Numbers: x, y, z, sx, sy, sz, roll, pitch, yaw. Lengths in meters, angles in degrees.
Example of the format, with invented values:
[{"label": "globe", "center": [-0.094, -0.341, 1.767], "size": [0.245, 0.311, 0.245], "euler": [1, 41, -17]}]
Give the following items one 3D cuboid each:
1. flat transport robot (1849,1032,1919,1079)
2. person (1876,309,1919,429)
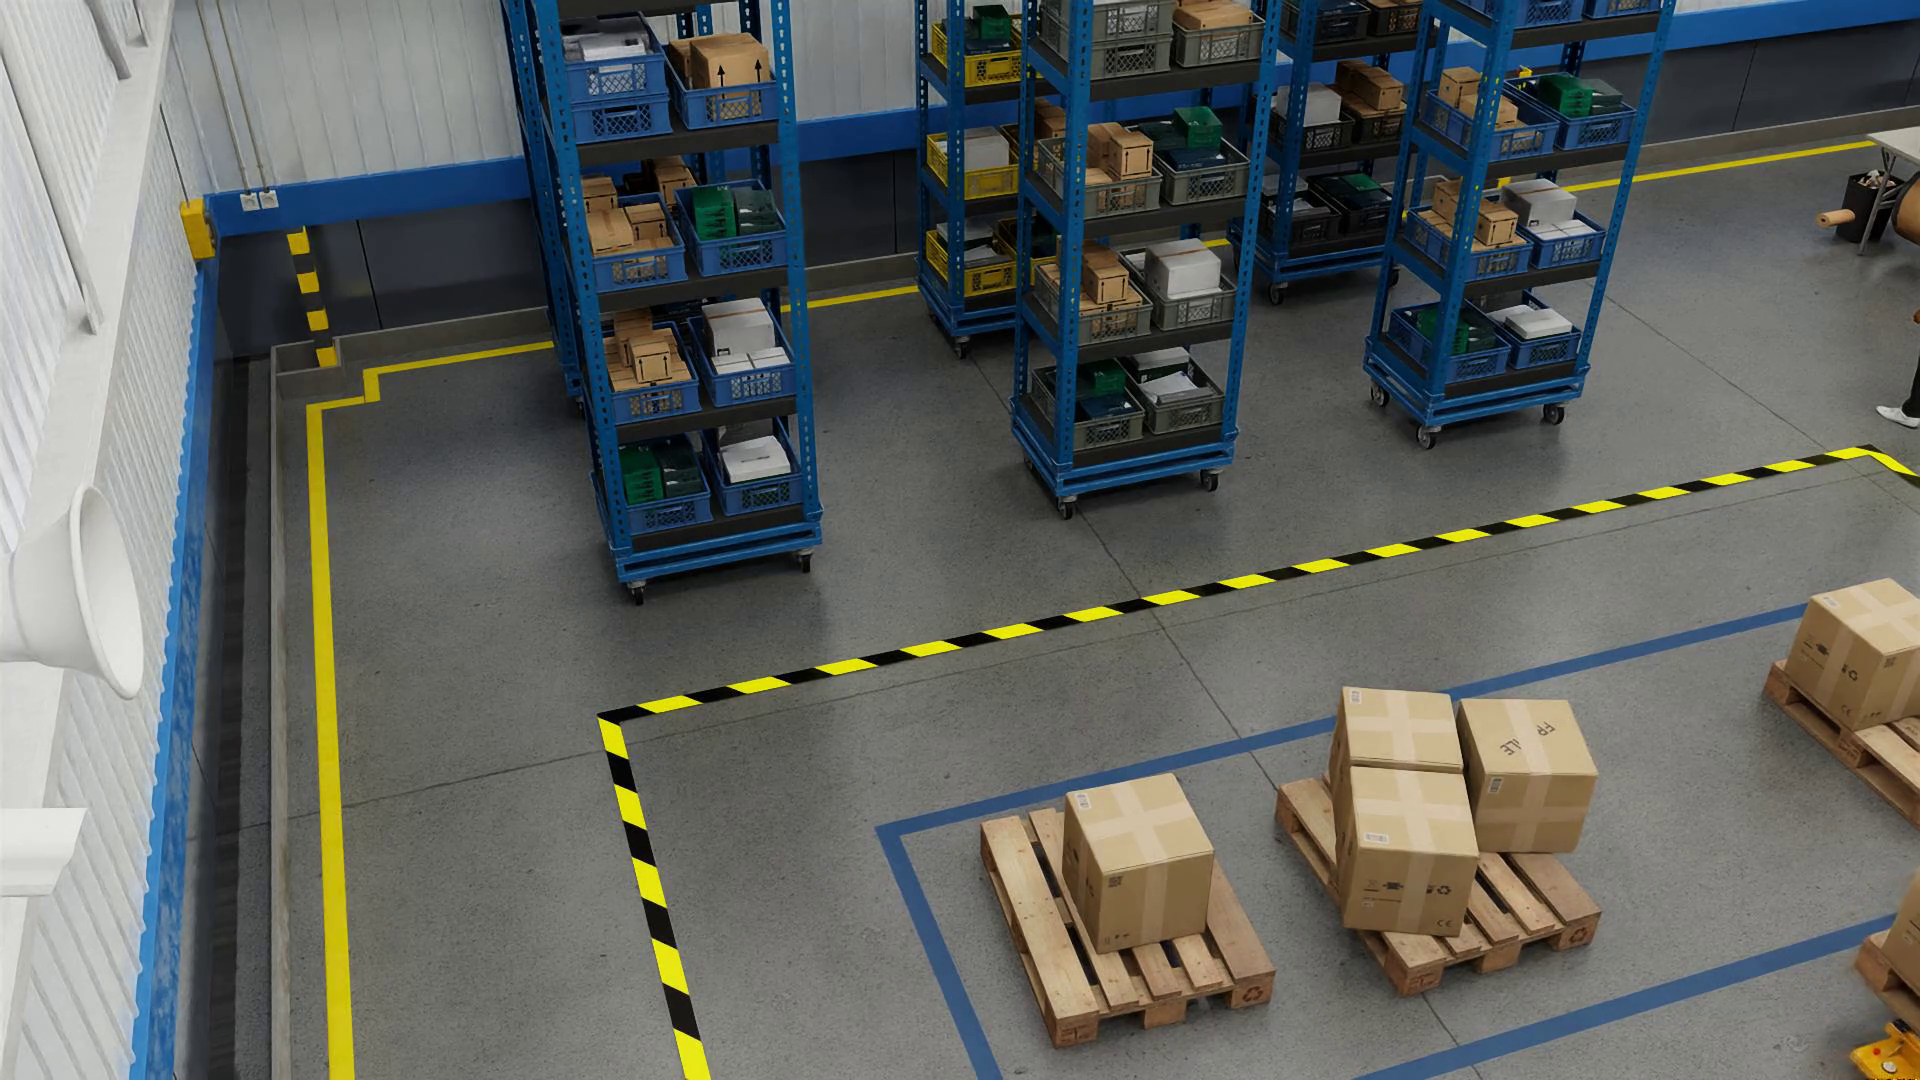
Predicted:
[{"label": "flat transport robot", "center": [4.553, 2.174, 6.948], "size": [1.431, 0.197, 0.652], "euler": [-11, 37, -15]}, {"label": "person", "center": [6.562, -1.597, 10.946], "size": [0.593, 1.852, 0.362], "euler": [-13, 37, -18]}]
